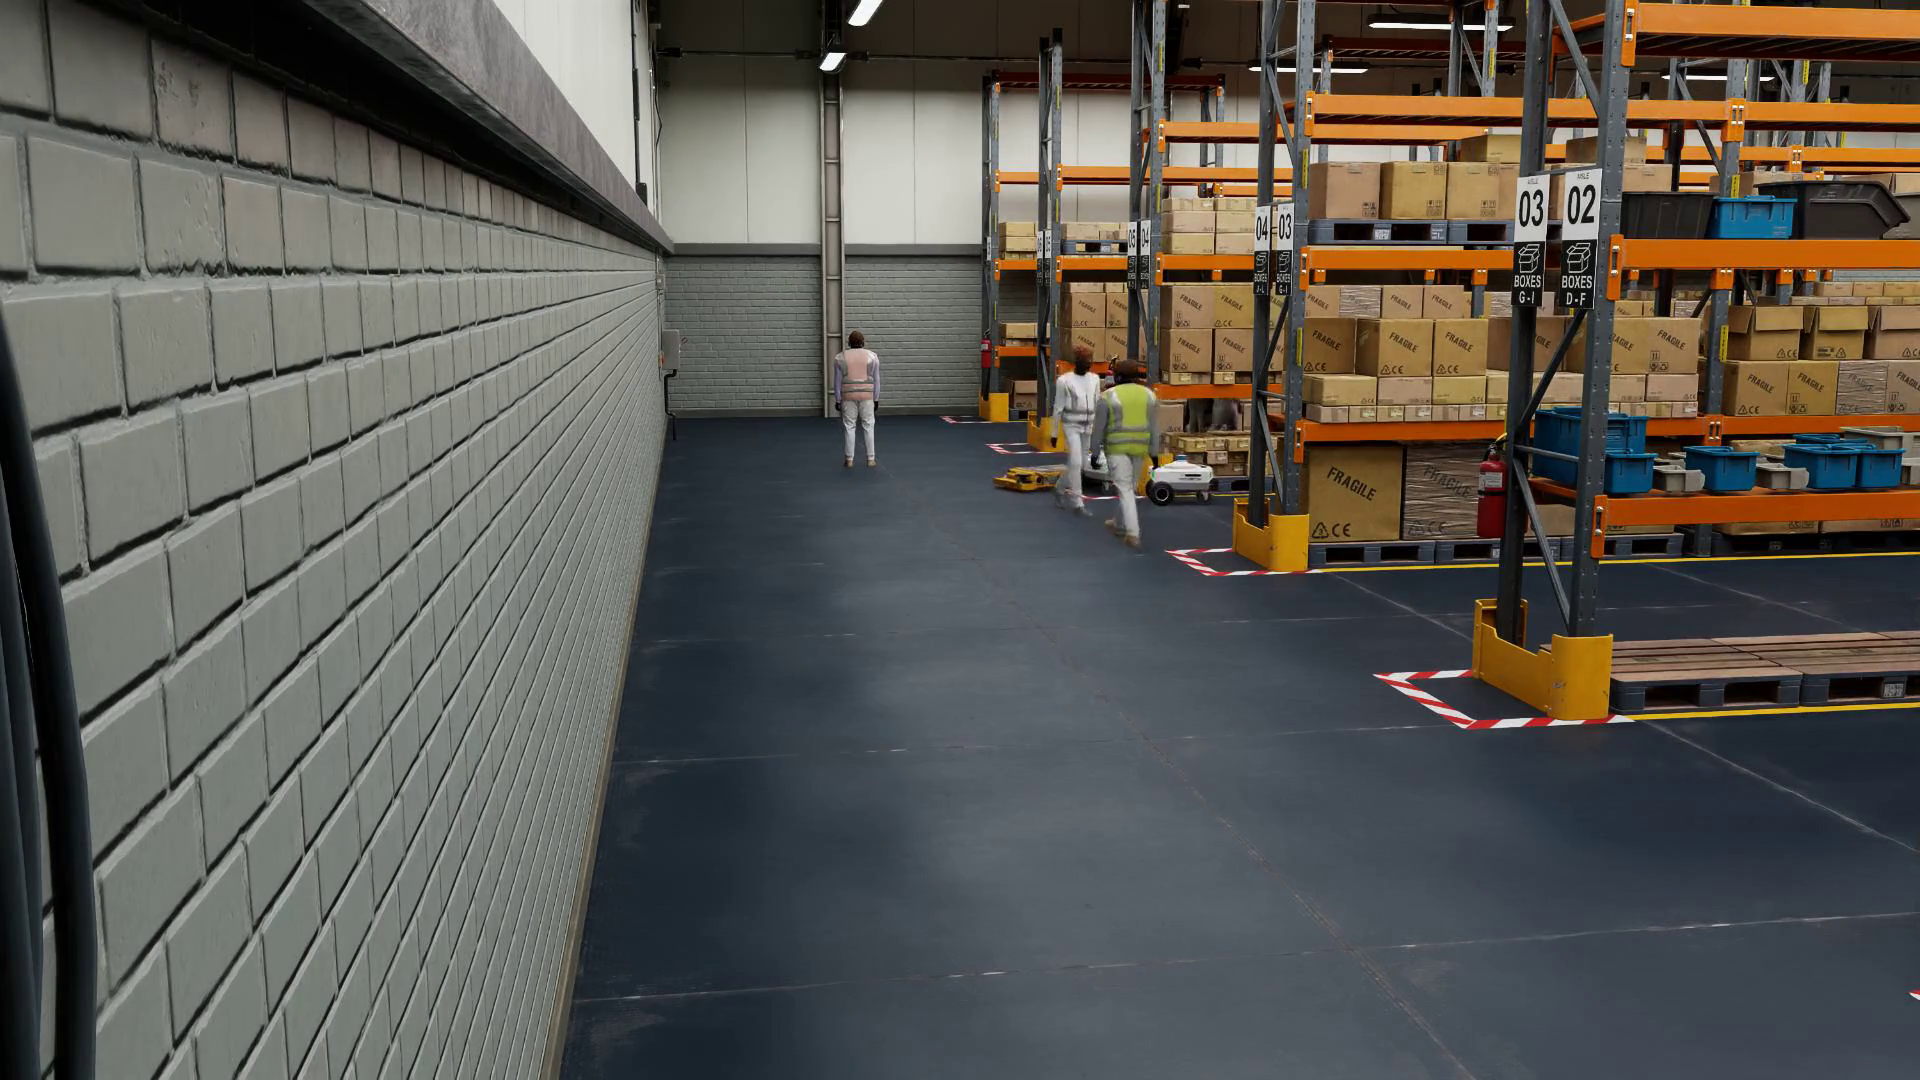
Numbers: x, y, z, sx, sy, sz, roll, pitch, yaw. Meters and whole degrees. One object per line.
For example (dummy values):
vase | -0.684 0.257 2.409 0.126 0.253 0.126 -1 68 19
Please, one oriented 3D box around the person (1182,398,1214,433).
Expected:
person | 2.944 -1.595 20.555 0.326 1.860 0.515 -5 10 -26

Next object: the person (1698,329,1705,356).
person | 8.373 -1.461 19.159 0.804 2.000 0.689 -2 9 -12

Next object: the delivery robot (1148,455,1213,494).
delivery robot | 2.508 -0.727 18.914 0.707 0.478 0.477 0 9 0

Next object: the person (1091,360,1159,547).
person | 1.591 -0.858 16.243 0.654 1.787 0.949 -3 10 -20

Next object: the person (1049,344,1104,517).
person | 1.234 -1.211 18.187 0.599 1.866 0.828 -7 12 -37

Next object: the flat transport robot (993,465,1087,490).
flat transport robot | 1.186 -0.785 20.435 1.431 0.197 0.652 -5 11 -30

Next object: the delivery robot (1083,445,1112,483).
delivery robot | 1.709 -0.888 19.909 0.477 0.478 0.707 -5 11 -30

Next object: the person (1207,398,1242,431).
person | 3.551 -1.893 22.318 1.043 1.888 0.654 -2 9 -10

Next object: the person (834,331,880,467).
person | -1.396 -1.907 22.521 0.623 1.845 0.430 -1 9 -6
